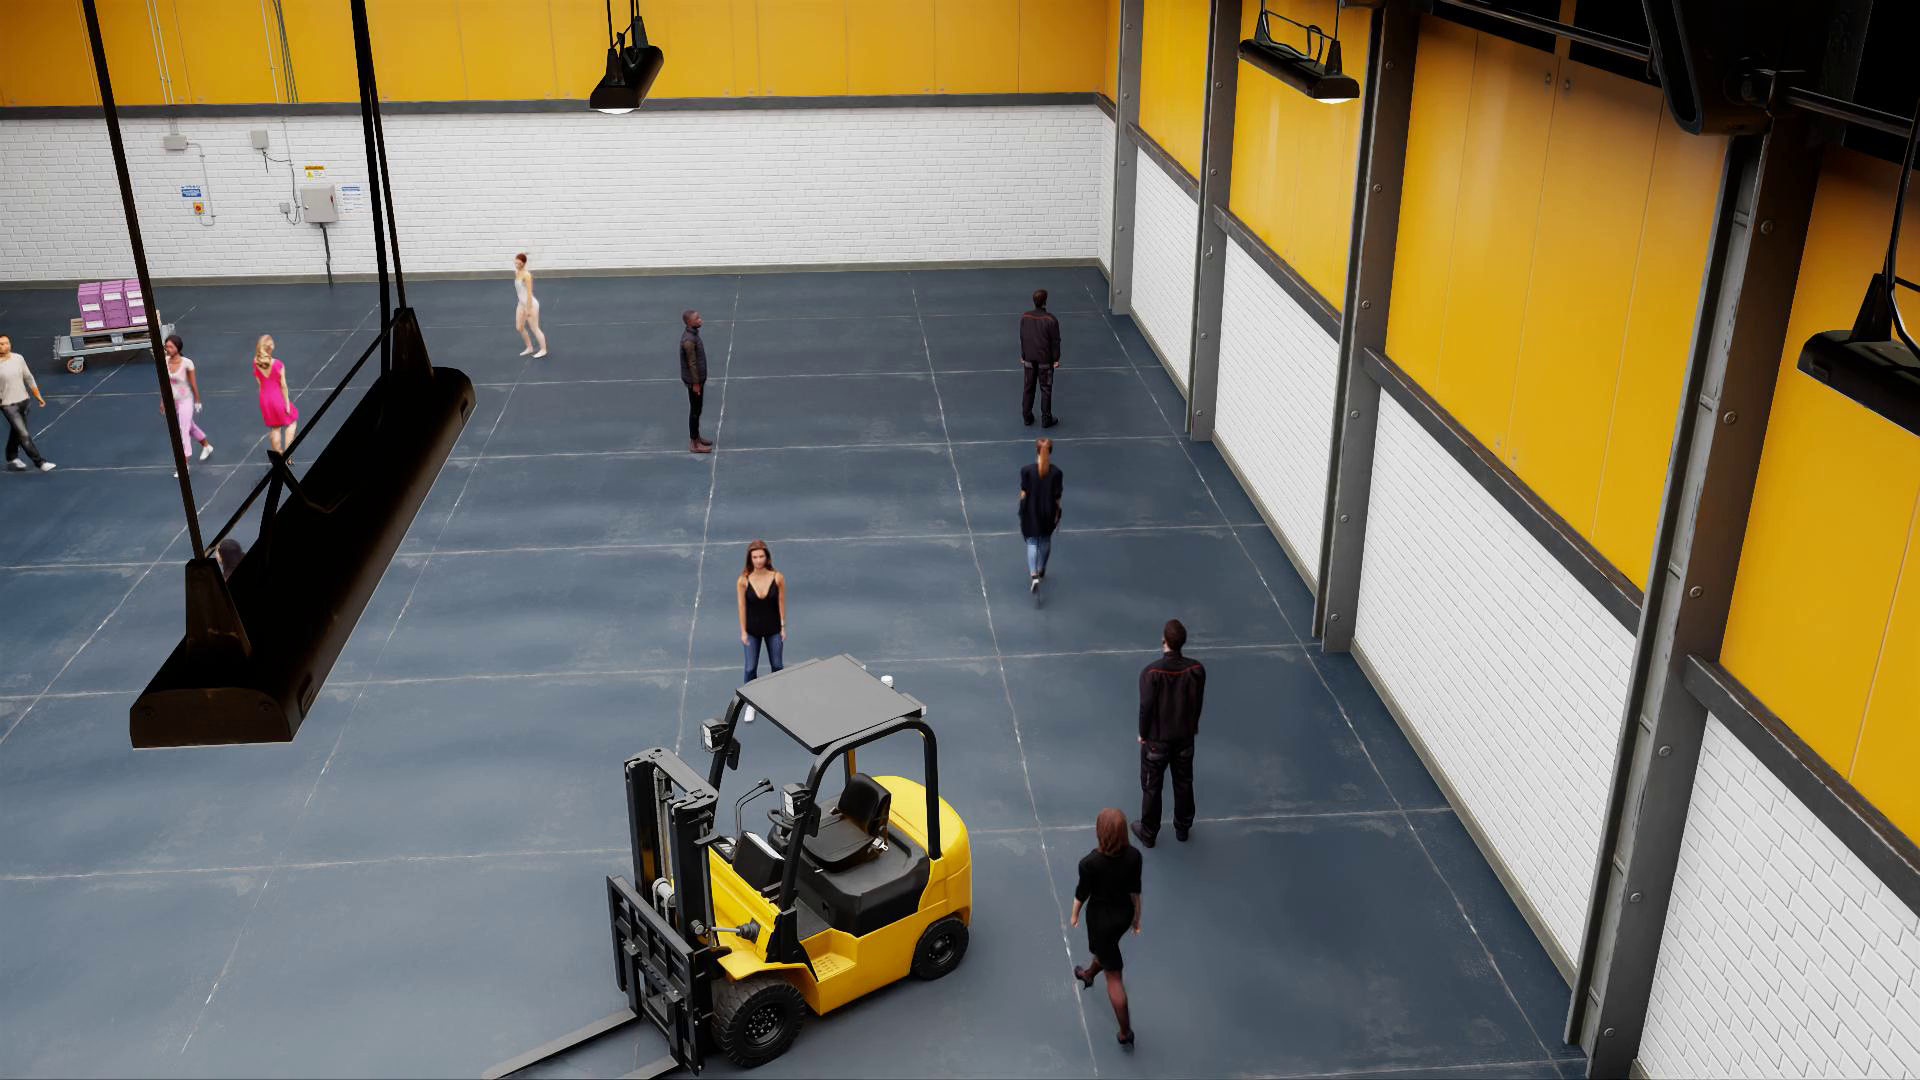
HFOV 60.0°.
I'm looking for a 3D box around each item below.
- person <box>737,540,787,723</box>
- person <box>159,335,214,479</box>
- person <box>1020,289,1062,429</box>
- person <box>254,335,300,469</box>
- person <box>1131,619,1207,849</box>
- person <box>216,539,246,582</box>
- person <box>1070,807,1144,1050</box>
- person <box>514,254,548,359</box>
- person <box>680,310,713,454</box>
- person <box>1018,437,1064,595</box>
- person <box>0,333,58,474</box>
[{"bbox_3d":[-1.757,0.789,14.791,0.615,1.723,0.566,-5,24,-12],"label":"person"},{"bbox_3d":[-9.537,-1.687,20.488,0.808,1.697,1.227,5,24,10],"label":"person"},{"bbox_3d":[1.038,-2.402,21.947,0.803,1.838,0.782,11,26,24],"label":"person"},{"bbox_3d":[-8.447,-1.648,20.372,0.616,1.718,0.648,3,24,7],"label":"person"},{"bbox_3d":[1.623,1.497,12.934,0.720,1.914,0.635,-6,24,-12],"label":"person"},{"bbox_3d":[-6.365,0.786,14.785,0.711,1.733,0.561,6,24,14],"label":"person"},{"bbox_3d":[1.011,2.559,10.823,0.801,1.660,1.133,-9,25,-20],"label":"person"},{"bbox_3d":[-6.375,-3.482,24.705,0.787,1.609,0.727,-18,29,-35],"label":"person"},{"bbox_3d":[-3.363,-2.031,21.102,0.749,1.836,0.474,-2,24,-5],"label":"person"},{"bbox_3d":[0.820,-0.233,17.209,0.725,1.660,1.080,2,24,4],"label":"person"},{"bbox_3d":[-11.646,-1.673,20.372,1.084,1.765,1.197,10,26,22],"label":"person"}]
